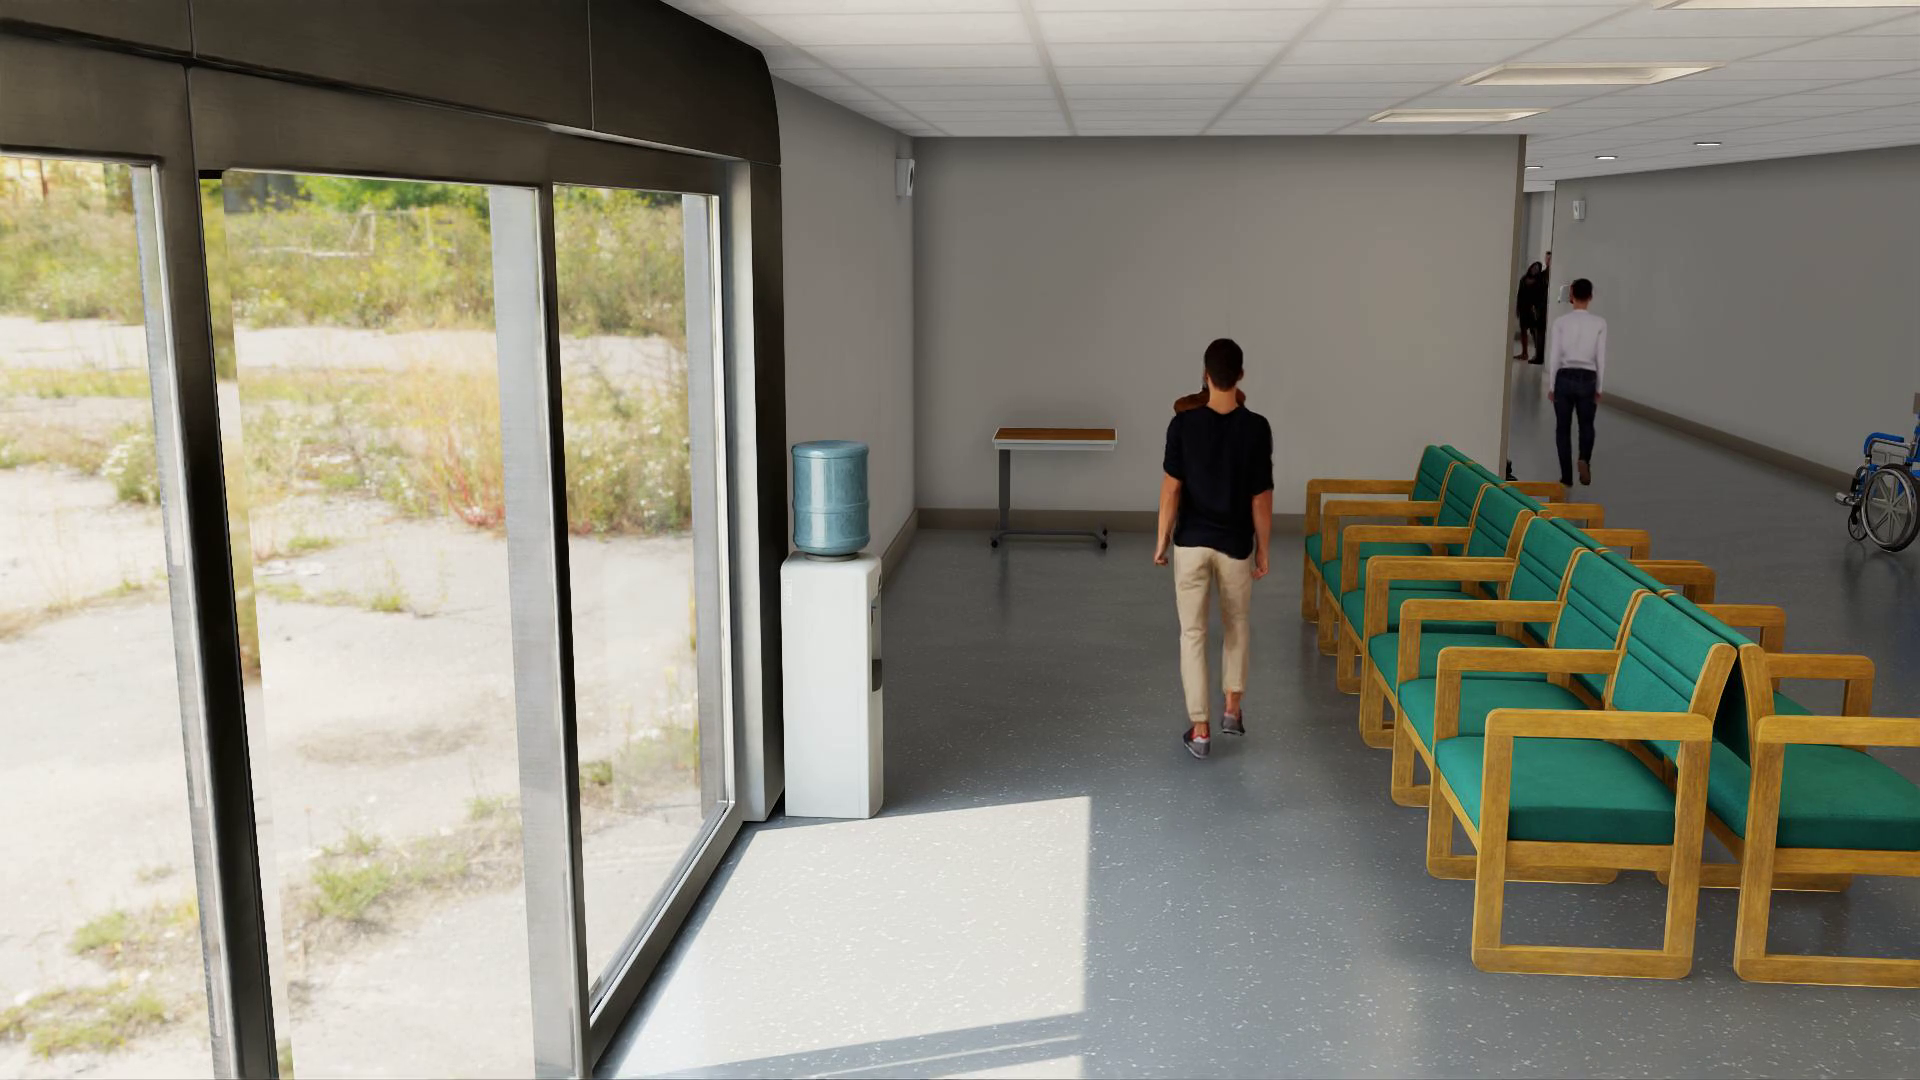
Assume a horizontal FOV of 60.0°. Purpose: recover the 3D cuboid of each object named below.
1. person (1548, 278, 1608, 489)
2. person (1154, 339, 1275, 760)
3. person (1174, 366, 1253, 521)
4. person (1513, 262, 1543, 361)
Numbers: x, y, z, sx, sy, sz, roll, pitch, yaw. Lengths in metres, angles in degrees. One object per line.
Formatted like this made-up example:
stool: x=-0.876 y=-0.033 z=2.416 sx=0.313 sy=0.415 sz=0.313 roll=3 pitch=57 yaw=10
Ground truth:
person: x=5.418 y=-1.355 z=14.629 sx=0.830 sy=1.852 sz=0.737 roll=3 pitch=11 yaw=13
person: x=1.124 y=0.063 z=7.293 sx=0.575 sy=1.840 sz=0.727 roll=0 pitch=11 yaw=0
person: x=1.431 y=-0.215 z=9.308 sx=0.542 sy=1.634 sz=0.683 roll=1 pitch=11 yaw=3
person: x=9.935 y=-4.010 z=29.113 sx=0.763 sy=1.707 sz=0.762 roll=-2 pitch=11 yaw=-11
